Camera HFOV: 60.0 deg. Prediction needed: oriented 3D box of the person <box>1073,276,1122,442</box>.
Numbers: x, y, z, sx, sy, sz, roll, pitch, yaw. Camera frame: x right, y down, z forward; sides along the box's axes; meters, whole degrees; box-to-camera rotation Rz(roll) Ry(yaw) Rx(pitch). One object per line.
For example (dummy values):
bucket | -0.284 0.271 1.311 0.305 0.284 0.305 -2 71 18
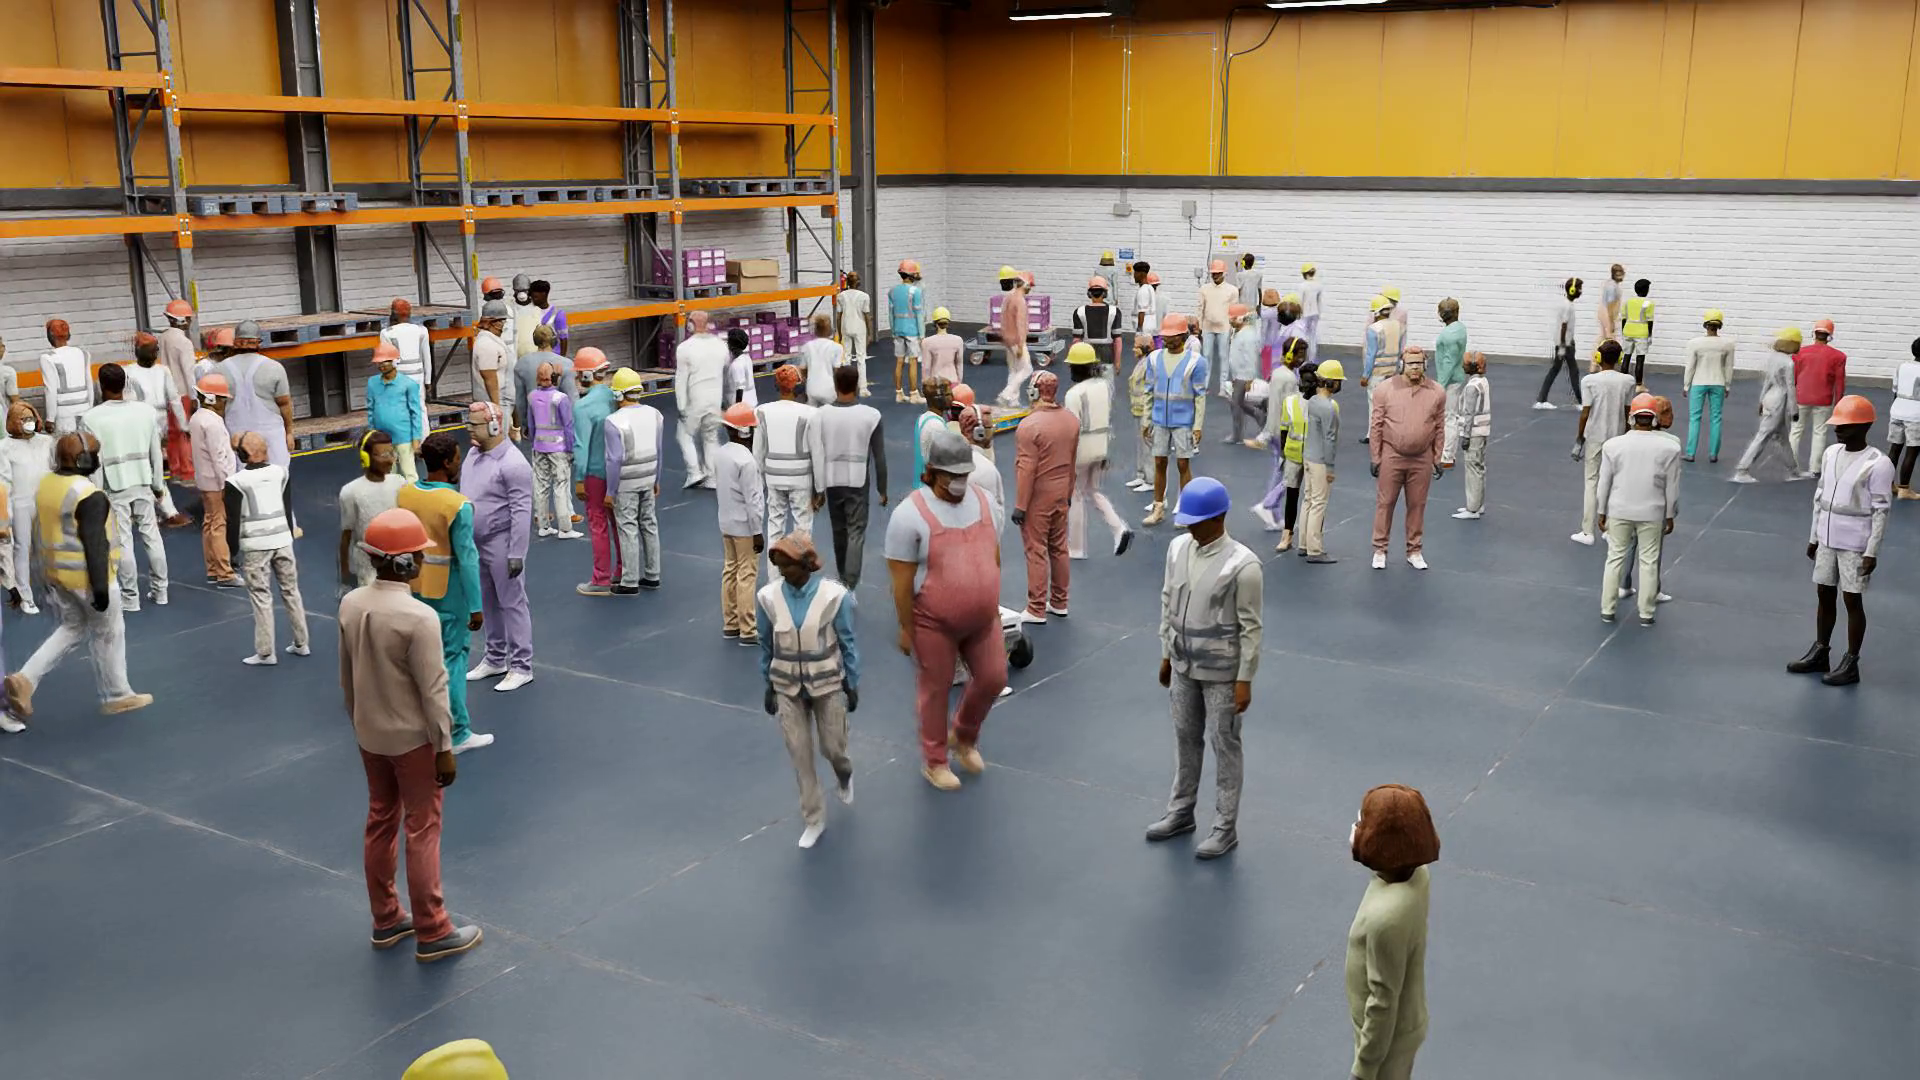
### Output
person | 1.681 -2.211 20.413 0.604 2.034 0.386 1 13 5

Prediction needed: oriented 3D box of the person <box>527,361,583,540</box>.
person | -3.725 -0.815 15.221 0.522 1.640 0.306 8 15 30

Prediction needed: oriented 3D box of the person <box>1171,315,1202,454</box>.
person | 2.698 -1.828 19.609 0.310 1.642 0.514 -1 13 -6

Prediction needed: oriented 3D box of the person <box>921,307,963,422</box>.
person | -0.213 -1.809 19.256 0.525 1.769 0.314 -6 14 -24

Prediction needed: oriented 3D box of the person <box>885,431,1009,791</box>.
person | -0.045 0.385 9.138 0.712 2.000 0.537 -7 15 -28

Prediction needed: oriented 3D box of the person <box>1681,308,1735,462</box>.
person | 8.566 -1.766 19.070 0.525 1.769 0.312 2 13 9

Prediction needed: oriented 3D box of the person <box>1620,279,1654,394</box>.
person | 10.042 -3.024 24.682 0.322 1.693 0.535 -8 15 -32

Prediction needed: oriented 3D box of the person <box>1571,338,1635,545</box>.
person | 5.798 -0.886 15.023 0.523 1.870 0.317 -1 13 -4

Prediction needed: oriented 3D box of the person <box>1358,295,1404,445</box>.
person | 5.084 -2.047 20.165 0.589 1.822 0.403 -9 16 -36

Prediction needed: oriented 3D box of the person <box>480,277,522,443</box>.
person | -5.594 -2.153 20.152 0.385 2.039 0.605 6 14 23

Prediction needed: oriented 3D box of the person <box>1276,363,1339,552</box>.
person | 3.057 -0.716 14.663 0.532 1.697 0.320 6 14 24

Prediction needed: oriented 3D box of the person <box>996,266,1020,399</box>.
person | 0.714 -2.996 24.077 0.394 1.918 0.585 1 13 3

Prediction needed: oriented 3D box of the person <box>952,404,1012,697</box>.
person | 0.096 0.067 10.813 0.399 1.908 0.643 -7 15 -28

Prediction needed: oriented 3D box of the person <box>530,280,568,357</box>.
person | -5.201 -2.294 20.924 0.607 1.963 0.373 6 14 26

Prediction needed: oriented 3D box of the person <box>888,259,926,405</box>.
person | -0.731 -2.940 23.550 0.605 2.045 0.378 10 16 37

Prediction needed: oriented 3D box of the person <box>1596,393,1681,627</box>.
person | 5.063 -0.229 12.451 0.568 1.744 0.350 6 14 26

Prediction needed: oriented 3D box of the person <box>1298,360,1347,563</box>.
person | 3.134 -0.675 14.355 0.341 1.760 0.525 -1 13 -5

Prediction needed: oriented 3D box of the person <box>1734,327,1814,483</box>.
person | 8.780 -1.439 17.806 0.882 1.693 0.490 2 13 8

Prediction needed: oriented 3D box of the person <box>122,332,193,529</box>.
person | -7.563 -1.026 15.678 0.924 1.841 0.606 4 14 19

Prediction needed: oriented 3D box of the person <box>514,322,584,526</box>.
person | -3.880 -1.085 15.734 0.637 1.939 0.355 4 13 15

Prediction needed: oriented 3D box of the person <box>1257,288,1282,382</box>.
person | 4.383 -2.739 23.581 0.279 1.633 0.501 11 17 39

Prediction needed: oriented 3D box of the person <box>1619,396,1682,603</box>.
person | 5.426 -0.321 13.091 0.285 1.633 0.497 -10 16 -36

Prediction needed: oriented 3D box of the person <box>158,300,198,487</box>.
person | -8.261 -1.558 17.700 0.609 1.986 0.416 10 16 37

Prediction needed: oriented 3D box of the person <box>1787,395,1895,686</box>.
person | 5.841 0.003 11.022 0.374 1.935 0.552 -4 14 -17

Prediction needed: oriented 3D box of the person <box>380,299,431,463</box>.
person | -6.314 -1.806 18.983 0.584 1.883 0.346 -12 17 -41

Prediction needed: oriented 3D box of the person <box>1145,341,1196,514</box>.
person | 2.087 -1.187 16.334 0.512 1.869 0.328 9 16 34

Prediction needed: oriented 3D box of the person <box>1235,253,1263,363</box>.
person | 4.876 -3.926 28.223 0.535 1.864 0.309 -3 13 -15

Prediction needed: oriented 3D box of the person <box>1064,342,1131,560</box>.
person | 1.134 -0.746 14.319 0.633 1.913 0.597 12 17 41

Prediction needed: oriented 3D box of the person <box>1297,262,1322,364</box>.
person | 5.754 -3.720 27.586 0.559 1.755 0.475 -7 15 -28

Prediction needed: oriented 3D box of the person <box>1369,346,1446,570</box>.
person | 3.792 -0.693 14.102 0.639 1.910 0.407 0 13 1

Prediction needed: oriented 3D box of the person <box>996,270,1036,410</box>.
person | 0.755 -2.684 22.633 0.589 1.950 0.668 -4 13 -15

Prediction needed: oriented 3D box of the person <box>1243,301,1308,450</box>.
person | 3.900 -1.960 19.885 0.946 1.796 0.632 0 13 -2

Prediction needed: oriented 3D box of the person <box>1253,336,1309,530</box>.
person | 3.025 -0.971 15.447 0.423 1.846 0.576 -1 13 -6

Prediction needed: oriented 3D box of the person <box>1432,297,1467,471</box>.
person | 5.451 -1.741 18.594 0.372 1.934 0.627 6 14 24

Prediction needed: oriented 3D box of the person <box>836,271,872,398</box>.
person | -1.534 -2.987 24.188 0.514 1.845 0.336 3 13 11

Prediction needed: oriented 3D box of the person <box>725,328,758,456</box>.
person | -2.309 -1.391 17.590 0.322 1.697 0.534 1 13 4

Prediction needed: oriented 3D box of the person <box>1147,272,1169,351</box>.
person | 2.886 -3.157 25.120 0.571 1.755 0.319 -7 15 -26

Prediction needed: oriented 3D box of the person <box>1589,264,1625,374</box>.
person | 10.338 -3.512 26.584 0.467 1.808 0.673 6 14 25

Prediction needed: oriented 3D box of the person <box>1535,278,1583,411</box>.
person | 8.437 -2.689 22.948 0.876 1.818 0.526 3 13 14

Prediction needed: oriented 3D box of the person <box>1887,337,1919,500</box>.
person | 9.718 -1.244 16.983 0.322 1.686 0.538 -3 13 -12

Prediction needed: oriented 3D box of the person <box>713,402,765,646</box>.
person | -1.550 -0.115 11.938 0.329 1.750 0.562 -8 15 -32
